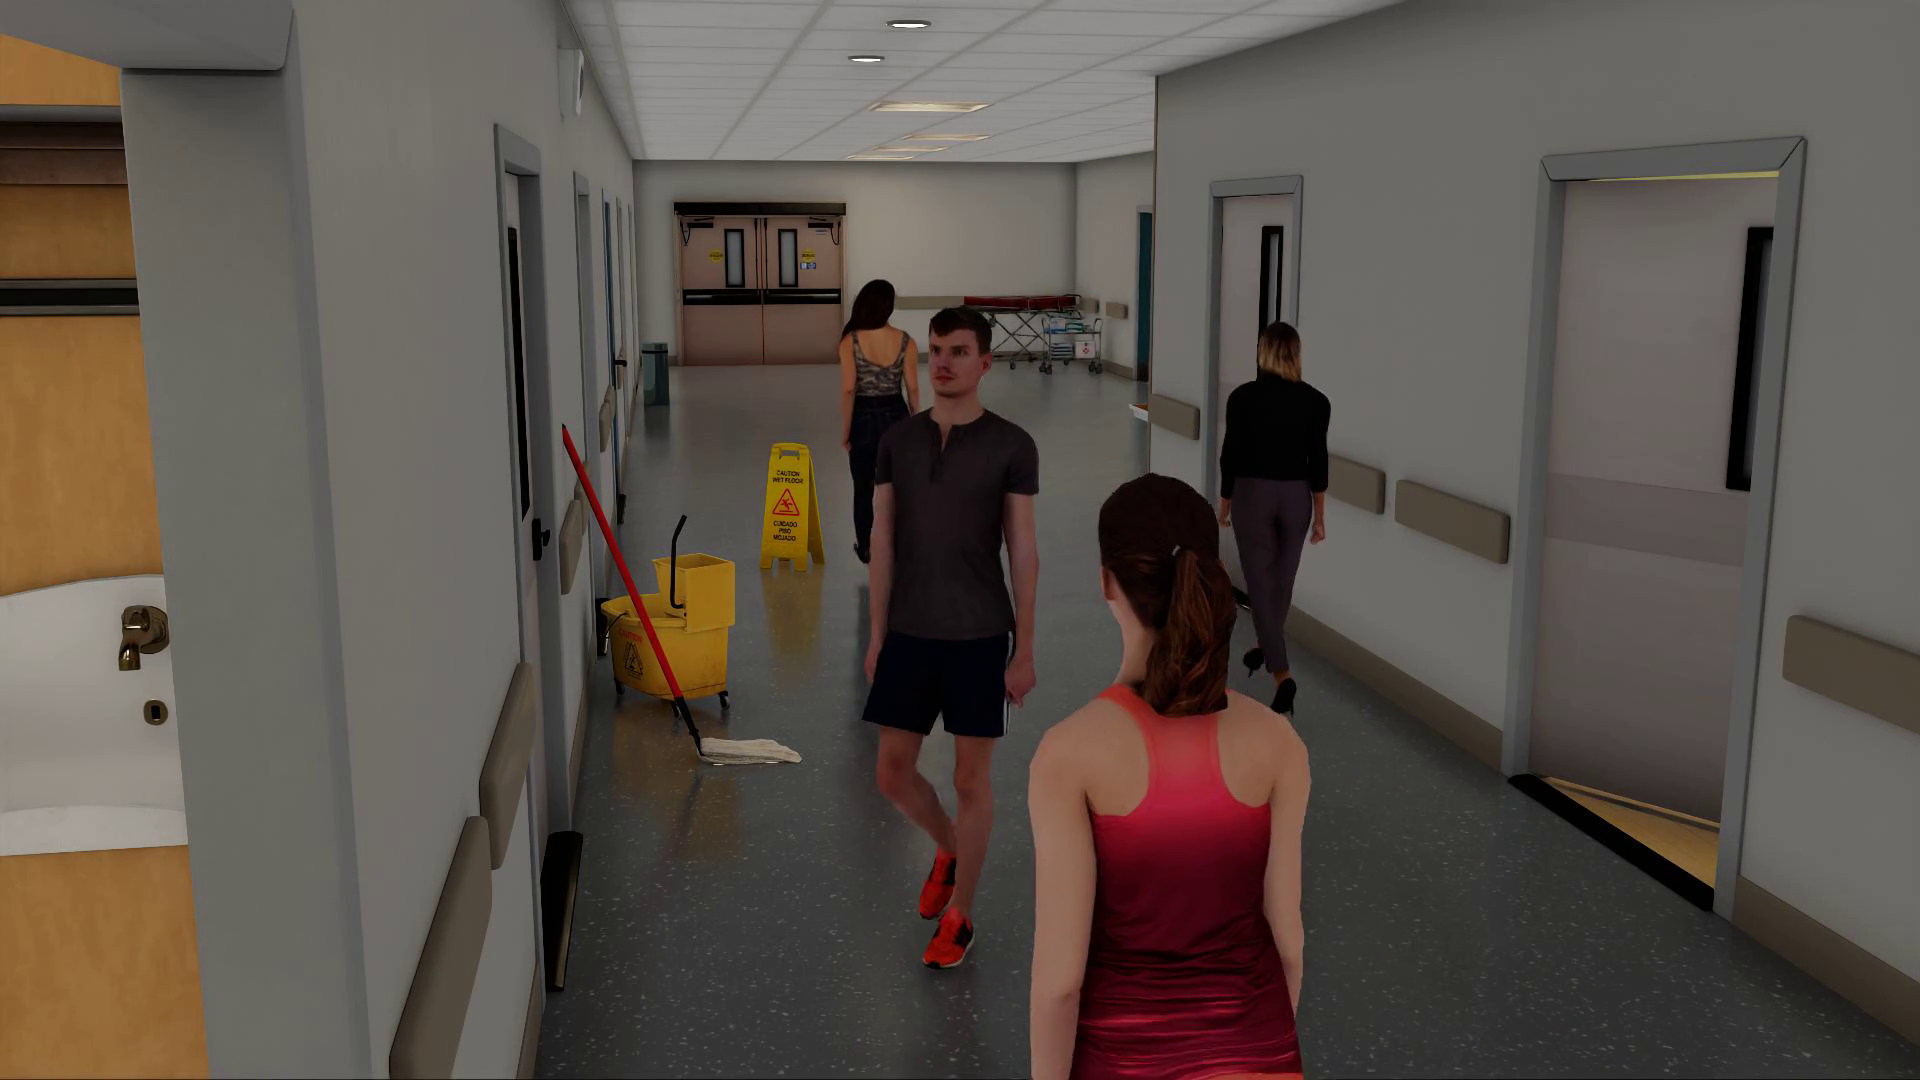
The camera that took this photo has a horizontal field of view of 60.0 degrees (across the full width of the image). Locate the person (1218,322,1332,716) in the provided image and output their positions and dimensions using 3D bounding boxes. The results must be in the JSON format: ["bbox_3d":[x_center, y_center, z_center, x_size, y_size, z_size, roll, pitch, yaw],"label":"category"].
[{"bbox_3d":[1.329,-0.049,6.994,0.646,1.618,1.059,-1,11,-5],"label":"person"}]

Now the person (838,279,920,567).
[{"bbox_3d":[-0.442,-0.569,9.432,0.662,1.731,1.089,-1,11,-7],"label":"person"}]

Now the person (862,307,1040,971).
[{"bbox_3d":[0.002,0.264,4.733,0.823,1.845,0.878,4,11,20],"label":"person"}]

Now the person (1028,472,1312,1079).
[{"bbox_3d":[0.302,0.811,2.211,0.696,1.712,1.201,0,11,-2],"label":"person"}]
